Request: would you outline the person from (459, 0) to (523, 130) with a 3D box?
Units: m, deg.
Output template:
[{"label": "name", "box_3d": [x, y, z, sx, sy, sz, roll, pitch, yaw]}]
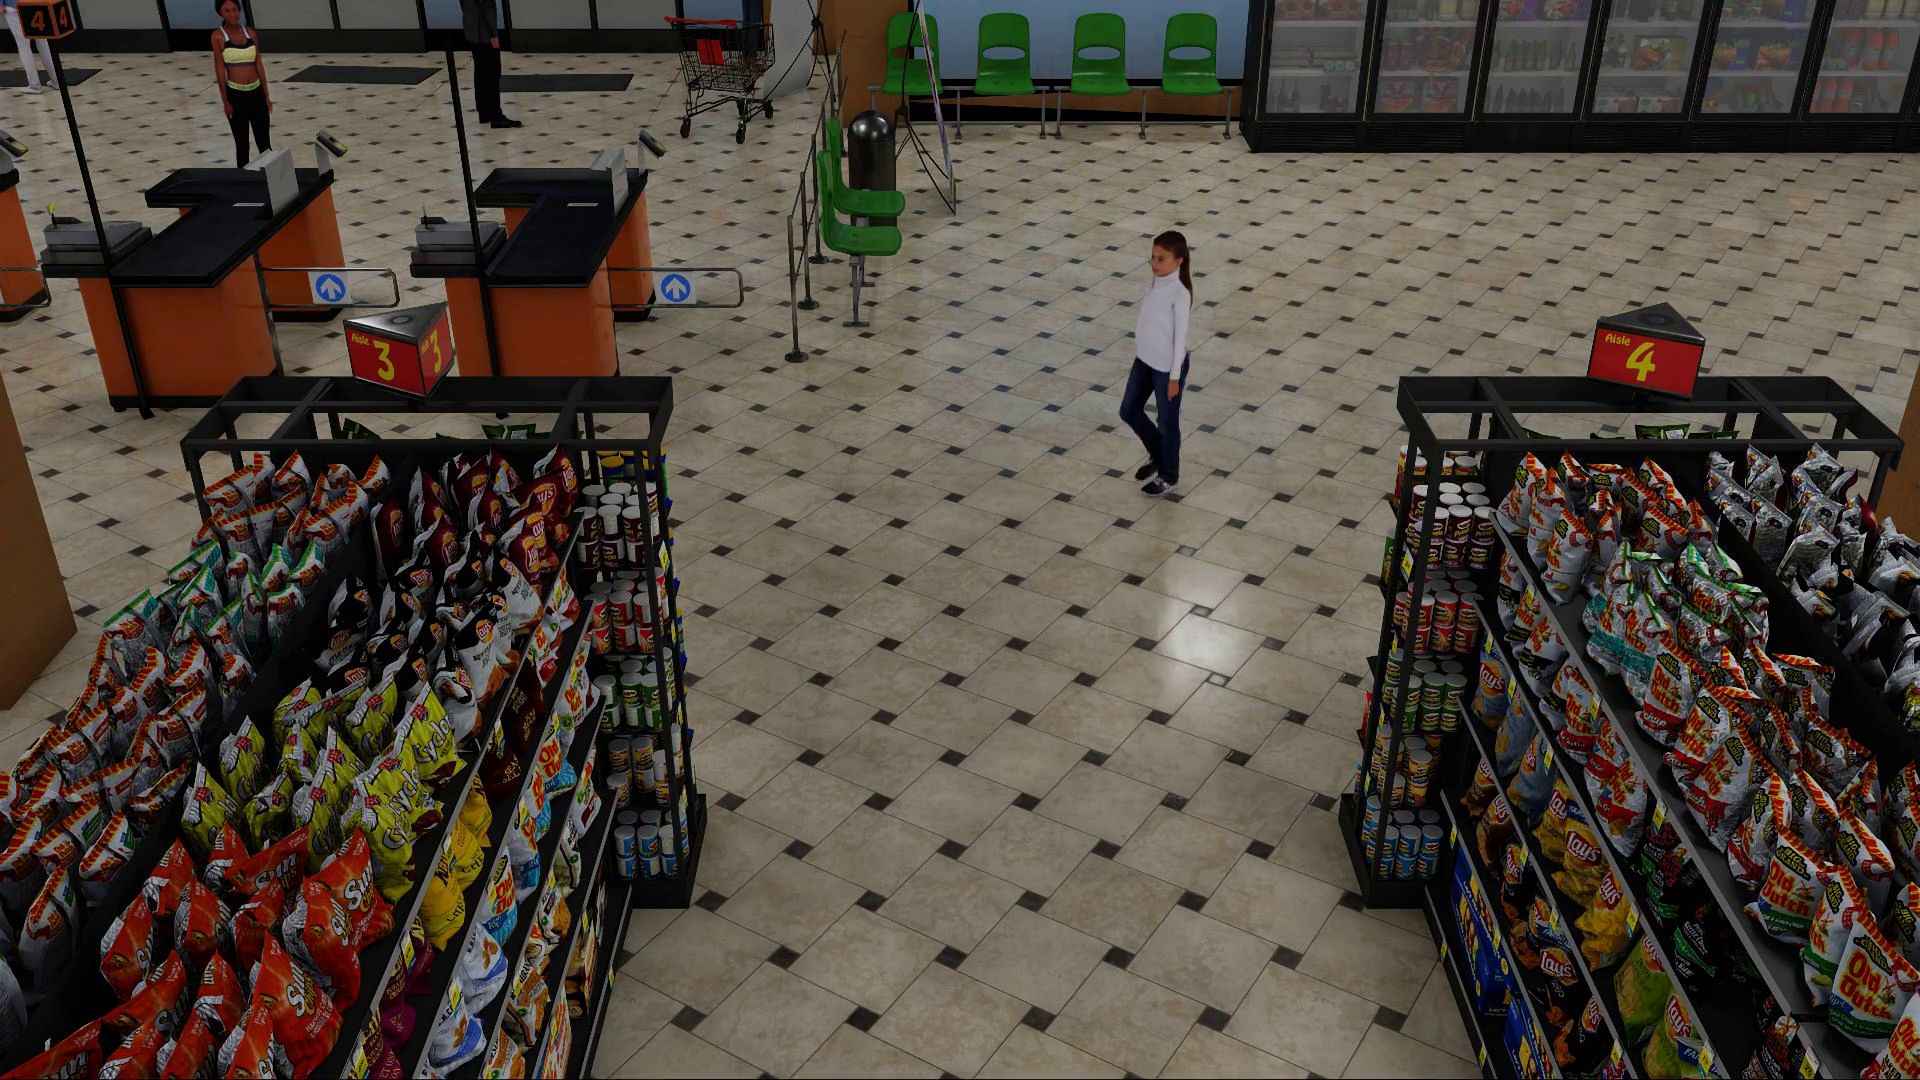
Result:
[{"label": "person", "box_3d": [-4.666, -4.985, 16.257, 0.863, 1.842, 0.775, -21, 35, -33]}]

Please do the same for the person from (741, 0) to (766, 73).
[{"label": "person", "box_3d": [-2.316, -6.109, 18.369, 0.734, 1.790, 0.620, -15, 32, -26]}]

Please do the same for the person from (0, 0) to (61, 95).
[{"label": "person", "box_3d": [-9.850, -5.654, 17.435, 0.802, 1.887, 0.692, 16, 33, 27]}]

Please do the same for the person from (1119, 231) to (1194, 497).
[{"label": "person", "box_3d": [1.189, -0.986, 9.241, 0.714, 1.546, 0.649, -17, 33, -28]}]

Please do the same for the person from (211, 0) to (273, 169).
[{"label": "person", "box_3d": [-6.014, -3.698, 13.990, 0.640, 1.755, 0.696, -24, 37, -37]}]
